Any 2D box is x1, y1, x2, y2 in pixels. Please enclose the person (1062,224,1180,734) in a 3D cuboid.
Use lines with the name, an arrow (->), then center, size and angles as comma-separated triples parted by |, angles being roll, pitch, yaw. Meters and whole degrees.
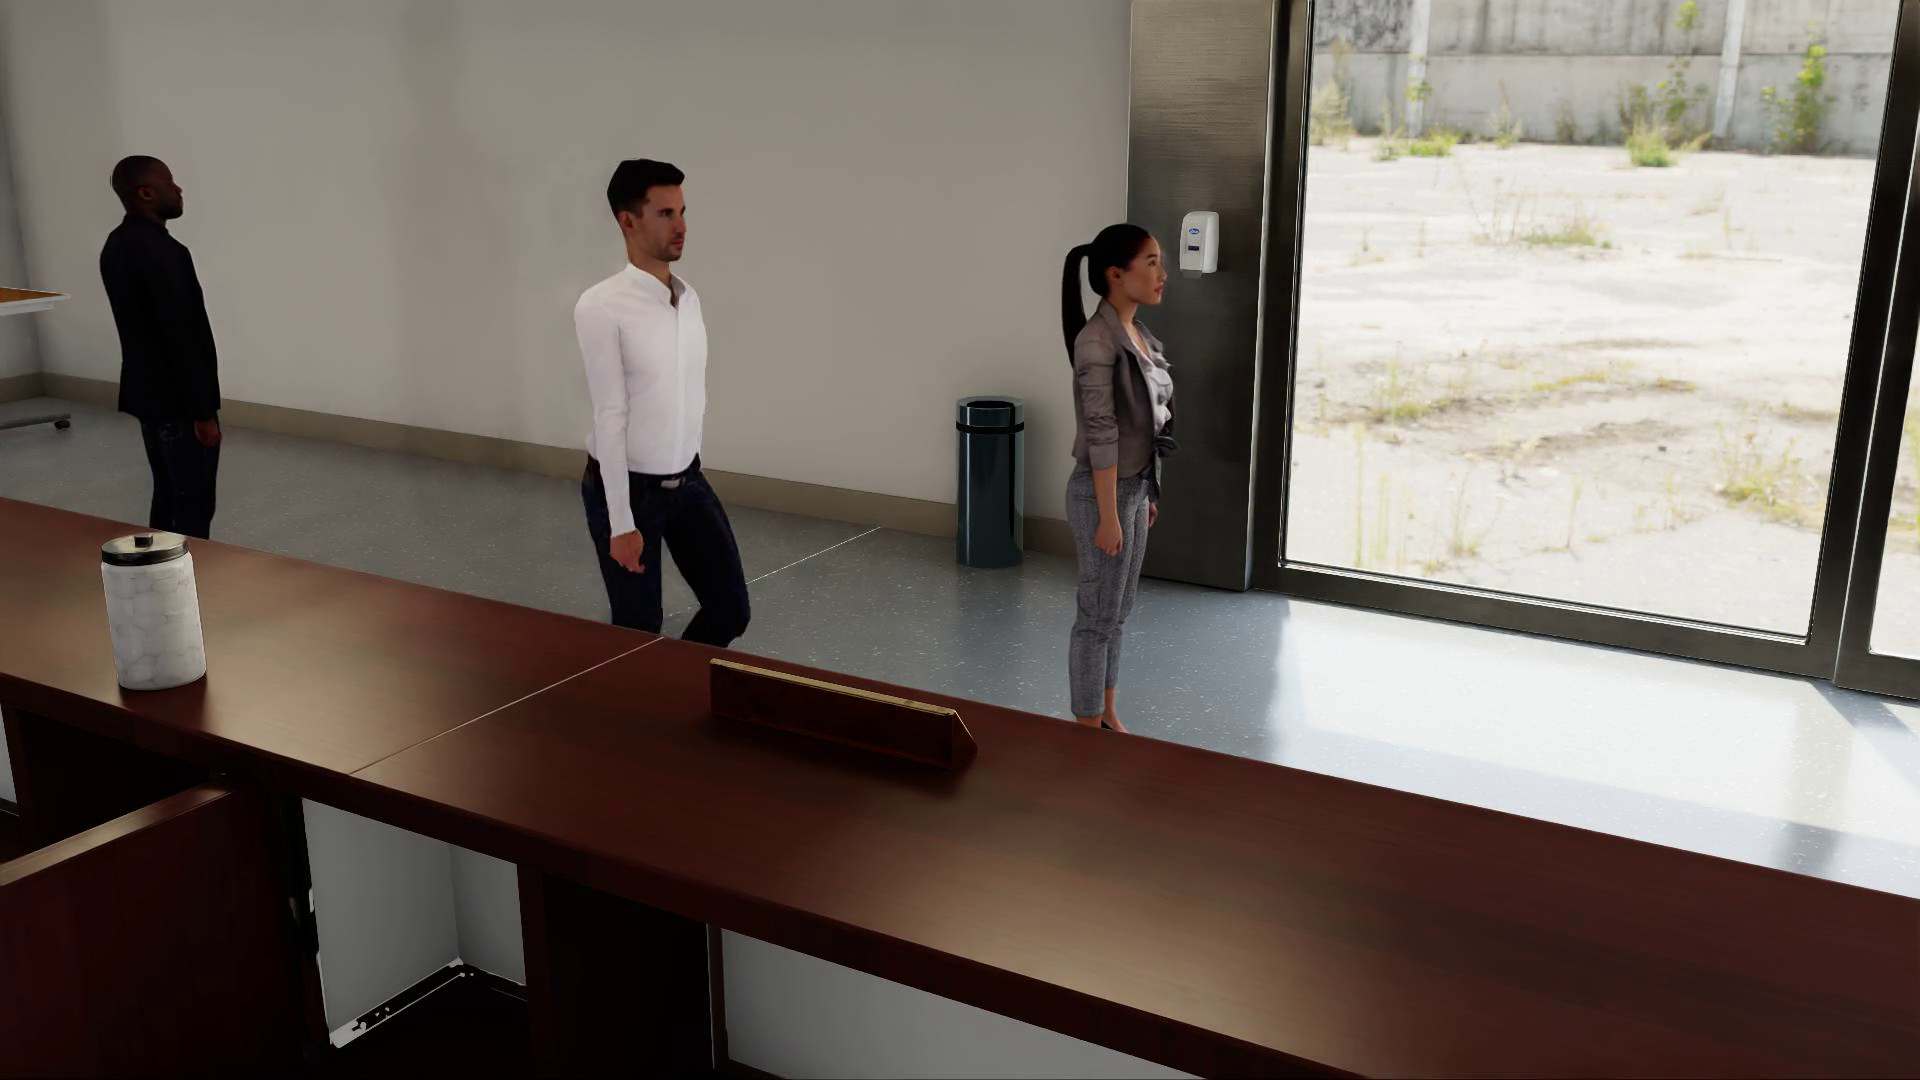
person -> 0.460, -0.113, 5.051 | 0.721, 1.680, 0.586 | 5, 17, 18

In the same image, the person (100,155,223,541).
person -> -2.929, -0.502, 6.177 | 0.726, 1.819, 0.769 | -13, 20, -39

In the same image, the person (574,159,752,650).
person -> -0.958, -0.138, 4.755 | 0.719, 1.851, 0.615 | 12, 20, 36
